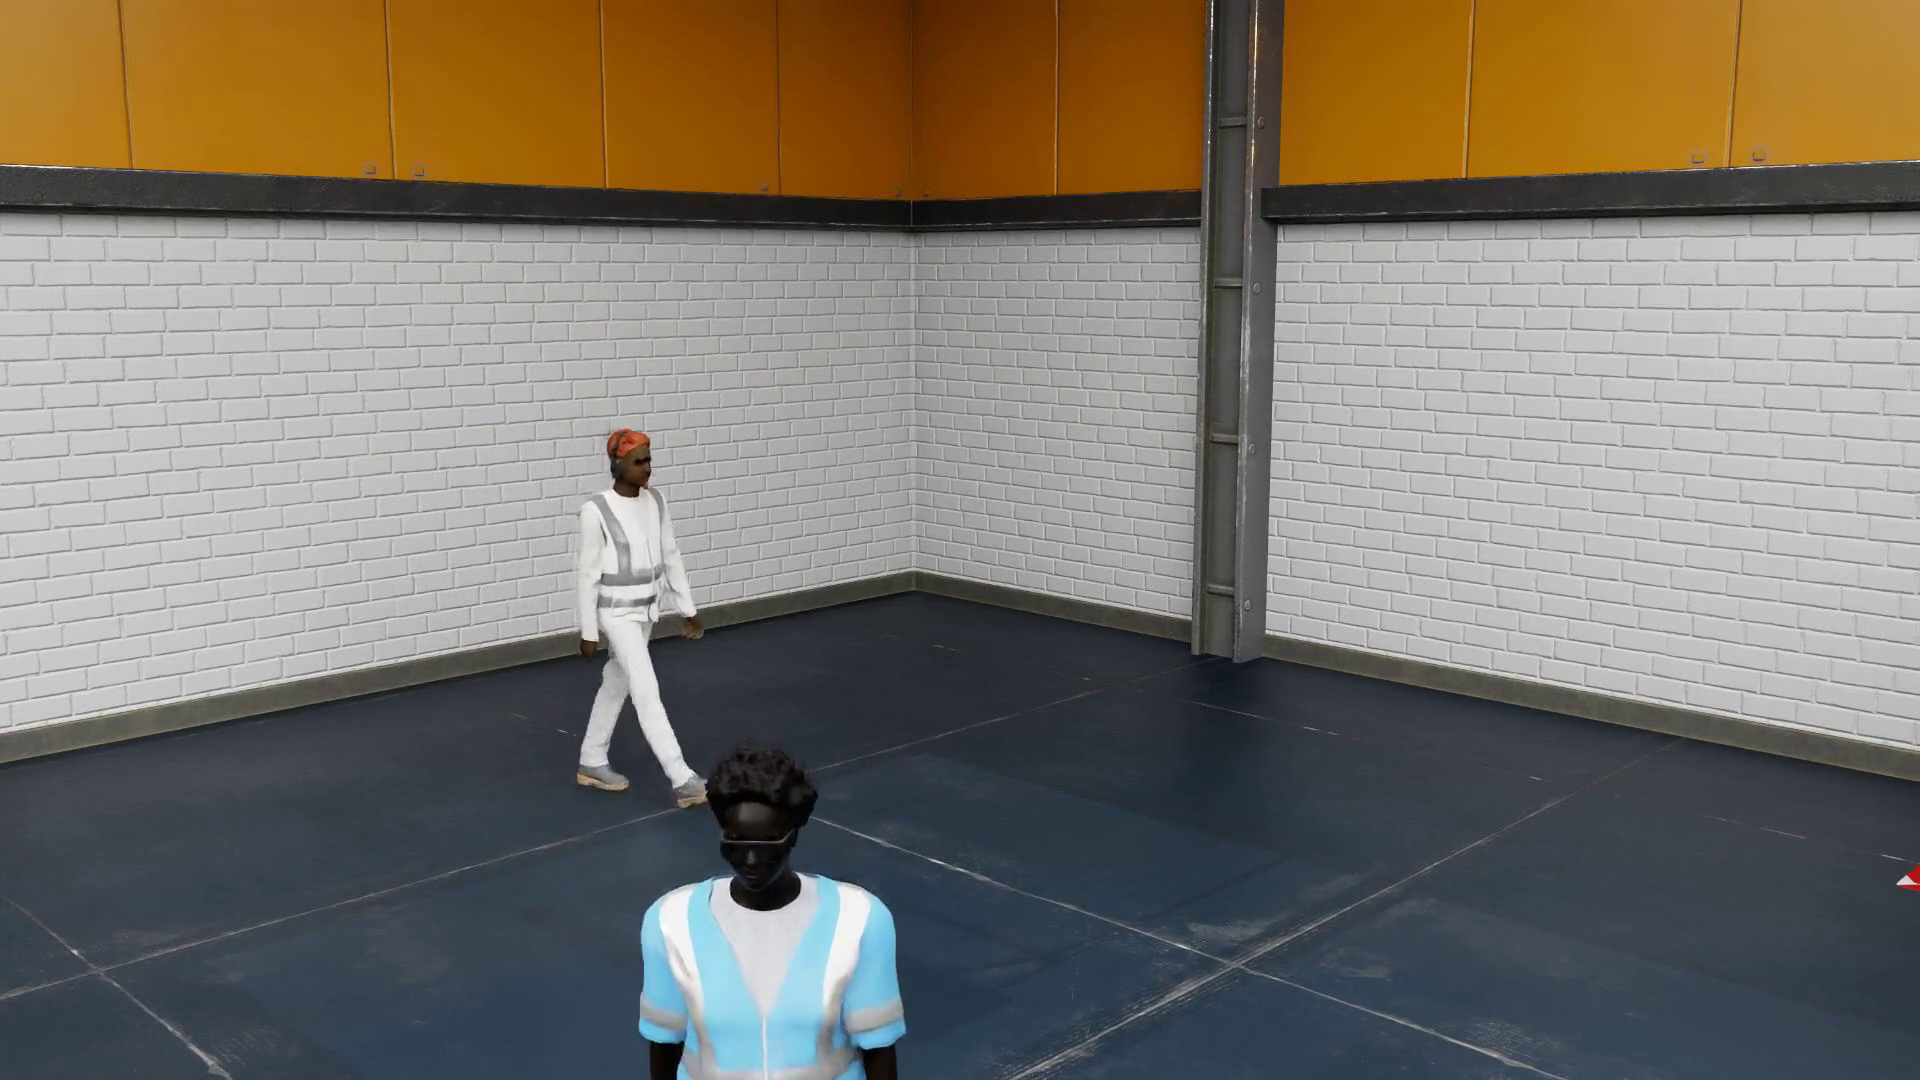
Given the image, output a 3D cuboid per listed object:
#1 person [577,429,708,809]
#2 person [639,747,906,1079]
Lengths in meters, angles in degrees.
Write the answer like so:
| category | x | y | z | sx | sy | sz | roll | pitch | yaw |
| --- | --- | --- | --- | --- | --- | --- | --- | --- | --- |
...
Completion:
| category | x | y | z | sx | sy | sz | roll | pitch | yaw |
| --- | --- | --- | --- | --- | --- | --- | --- | --- | --- |
| person | -1.548 | 0.377 | 8.117 | 0.978 | 1.831 | 0.599 | 4 | 10 | 25 |
| person | -0.373 | 1.235 | 3.334 | 0.540 | 1.686 | 0.401 | -1 | 9 | -5 |
